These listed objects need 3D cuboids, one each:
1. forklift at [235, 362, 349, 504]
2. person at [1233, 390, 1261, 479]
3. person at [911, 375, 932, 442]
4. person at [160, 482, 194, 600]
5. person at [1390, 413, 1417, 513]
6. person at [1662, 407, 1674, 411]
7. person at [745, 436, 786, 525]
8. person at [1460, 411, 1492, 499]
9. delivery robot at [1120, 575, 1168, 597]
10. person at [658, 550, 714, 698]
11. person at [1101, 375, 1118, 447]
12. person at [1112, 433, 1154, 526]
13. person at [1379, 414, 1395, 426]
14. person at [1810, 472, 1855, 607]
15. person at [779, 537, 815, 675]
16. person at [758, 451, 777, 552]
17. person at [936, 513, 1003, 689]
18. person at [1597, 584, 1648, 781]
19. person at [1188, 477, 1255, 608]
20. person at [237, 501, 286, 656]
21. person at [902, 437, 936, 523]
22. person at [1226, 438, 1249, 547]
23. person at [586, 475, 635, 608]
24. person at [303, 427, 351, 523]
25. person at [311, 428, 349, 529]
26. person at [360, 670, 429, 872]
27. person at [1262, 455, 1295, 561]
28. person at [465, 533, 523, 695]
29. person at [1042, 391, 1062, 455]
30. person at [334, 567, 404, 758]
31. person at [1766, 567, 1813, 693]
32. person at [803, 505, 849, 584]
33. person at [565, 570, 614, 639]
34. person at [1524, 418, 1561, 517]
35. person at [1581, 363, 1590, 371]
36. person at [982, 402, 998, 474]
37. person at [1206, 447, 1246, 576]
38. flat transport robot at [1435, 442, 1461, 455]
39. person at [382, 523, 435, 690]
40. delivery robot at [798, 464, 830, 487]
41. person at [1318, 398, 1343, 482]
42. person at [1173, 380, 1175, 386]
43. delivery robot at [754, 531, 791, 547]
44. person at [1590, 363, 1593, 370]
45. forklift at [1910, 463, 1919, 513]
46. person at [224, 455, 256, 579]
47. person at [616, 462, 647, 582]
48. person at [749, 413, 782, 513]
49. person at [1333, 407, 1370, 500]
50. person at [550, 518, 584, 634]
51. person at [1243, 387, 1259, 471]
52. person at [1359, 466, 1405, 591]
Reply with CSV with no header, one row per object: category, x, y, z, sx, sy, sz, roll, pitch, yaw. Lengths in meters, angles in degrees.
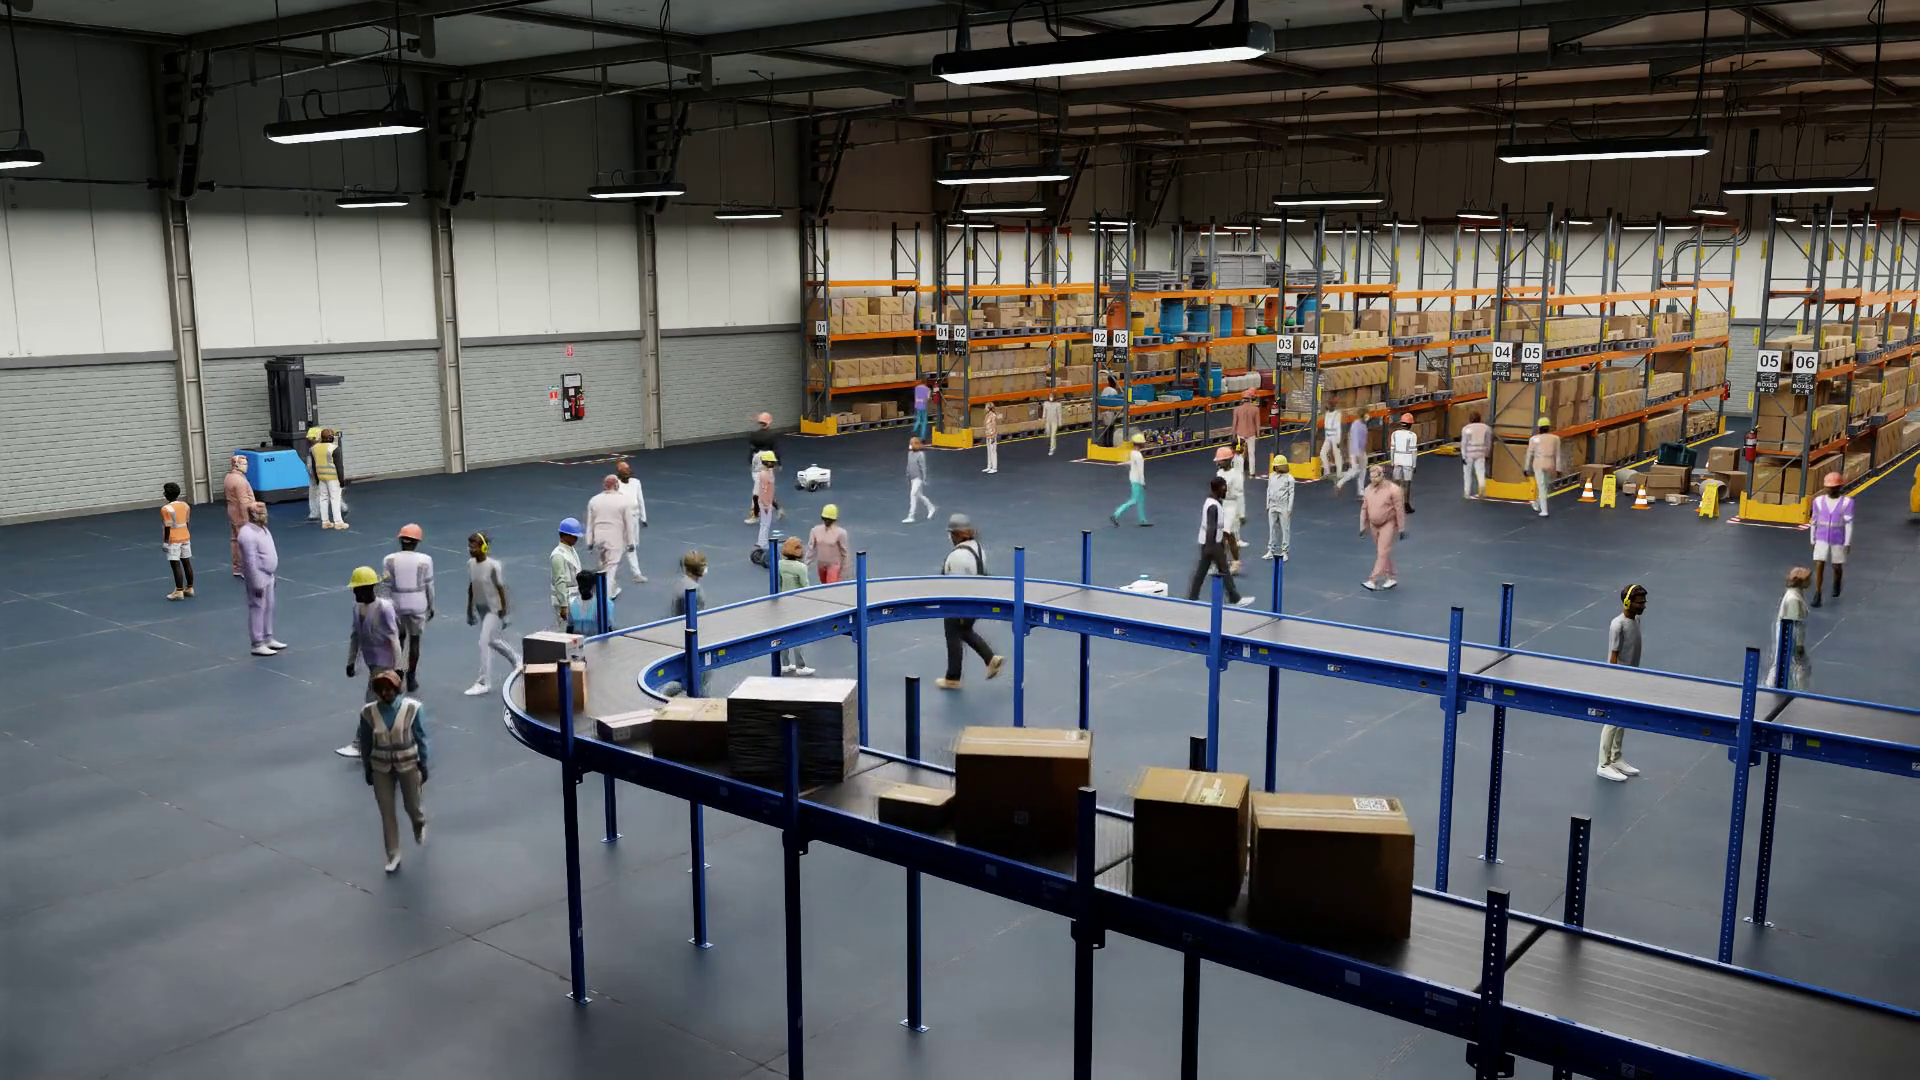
forklift,-13.803,-2.244,32.110,1.129,2.768,1.873,8,13,37
person,6.456,-2.381,35.253,0.623,1.992,0.396,2,10,11
person,-1.026,-3.529,42.195,0.612,1.818,0.489,7,12,36
person,-11.346,0.008,22.642,0.315,1.696,0.541,2,10,9
person,8.661,-1.504,30.474,0.363,1.935,0.553,-9,14,-42
person,20.557,-4.092,45.391,0.603,1.809,0.443,9,14,43
person,-3.628,-1.113,29.028,0.698,1.658,0.579,-1,10,-8
person,10.583,-1.737,32.112,0.630,1.823,0.626,0,10,2
delivery robot,2.544,0.731,21.642,0.707,0.478,0.477,-8,13,-38
person,-2.857,1.049,16.202,0.849,1.910,0.638,-1,10,-7
person,3.907,-3.328,40.660,0.361,1.963,0.612,-5,11,-28
person,3.188,-1.101,28.754,0.746,1.740,0.528,0,10,-2
person,11.710,-3.692,42.794,0.635,1.936,0.355,9,14,43
person,12.407,-0.031,22.265,0.553,1.917,0.756,8,13,39
person,-1.960,0.775,18.504,0.499,1.634,0.288,7,13,36
person,-3.183,-0.607,25.943,0.335,1.757,0.517,0,10,-1
person,0.076,0.704,17.878,0.712,2.000,0.713,5,11,25
person,6.268,1.329,14.759,0.313,1.865,0.514,9,14,42
person,3.664,0.042,21.951,0.966,1.868,0.618,1,10,8
person,-8.697,0.464,19.483,0.405,1.910,0.649,-1,10,-4
person,-0.764,-1.155,29.448,0.747,1.612,0.513,-6,12,-32
person,4.738,-0.829,26.891,0.331,1.865,0.519,-5,11,-26
person,-4.959,0.007,22.247,0.655,1.846,0.972,3,10,16
person,-11.924,-1.227,29.313,0.585,1.804,0.773,10,14,44
person,-11.508,-1.121,28.591,0.635,1.842,0.429,4,11,20
person,-4.544,1.821,12.630,0.527,1.625,0.482,-1,10,-8
person,5.208,-0.528,25.551,0.483,1.736,0.311,9,14,42
person,-5.339,0.790,17.862,0.522,1.841,0.850,7,12,33
person,2.346,-2.973,39.621,0.511,1.619,0.528,5,11,28
person,-5.843,1.193,15.464,0.612,1.872,0.973,9,13,40
person,9.023,1.094,16.754,0.741,1.606,0.539,6,12,29
person,-1.755,0.379,20.525,0.546,1.704,0.947,5,11,27
person,-3.887,1.131,16.346,0.553,1.677,0.414,4,11,20
person,11.185,-1.415,30.139,0.608,1.872,0.979,0,10,-2
person,17.994,-4.160,45.167,0.654,2.027,0.434,6,12,29
person,0.713,-2.364,36.153,0.315,1.641,0.514,-3,11,-16
person,4.036,-0.429,24.233,0.911,2.004,0.629,-4,11,-22
flat transport robot,12.768,-2.353,40.063,0.652,0.197,1.431,8,13,38
person,-6.271,0.762,17.841,0.566,1.898,0.402,-2,10,-10
delivery robot,-3.128,-1.385,33.552,0.707,0.478,0.477,-9,14,-43
person,8.241,-2.225,34.735,0.688,1.855,0.734,-3,11,-18
person,7.475,-5.496,53.332,0.810,1.801,0.600,-10,14,-43
delivery robot,-2.961,-0.032,25.210,0.698,0.223,0.335,-6,12,-30
person,19.329,-4.636,48.141,0.545,1.929,0.389,-3,10,-16
forklift,19.034,-1.348,28.998,2.313,2.155,1.214,8,13,37
person,-11.082,-0.364,24.158,0.400,1.905,0.643,-8,13,-40
person,-5.155,-0.305,23.967,0.803,1.861,0.623,8,13,38
person,-3.792,-1.505,30.503,0.630,1.941,1.053,6,12,29
person,8.101,-1.771,32.021,0.718,1.920,0.663,6,12,31
person,-4.512,0.705,18.046,0.402,1.937,0.604,0,10,-1
person,6.817,-2.616,36.743,0.374,1.934,0.549,3,10,15
person,6.205,-0.172,23.226,0.975,1.848,0.665,-7,12,-34
